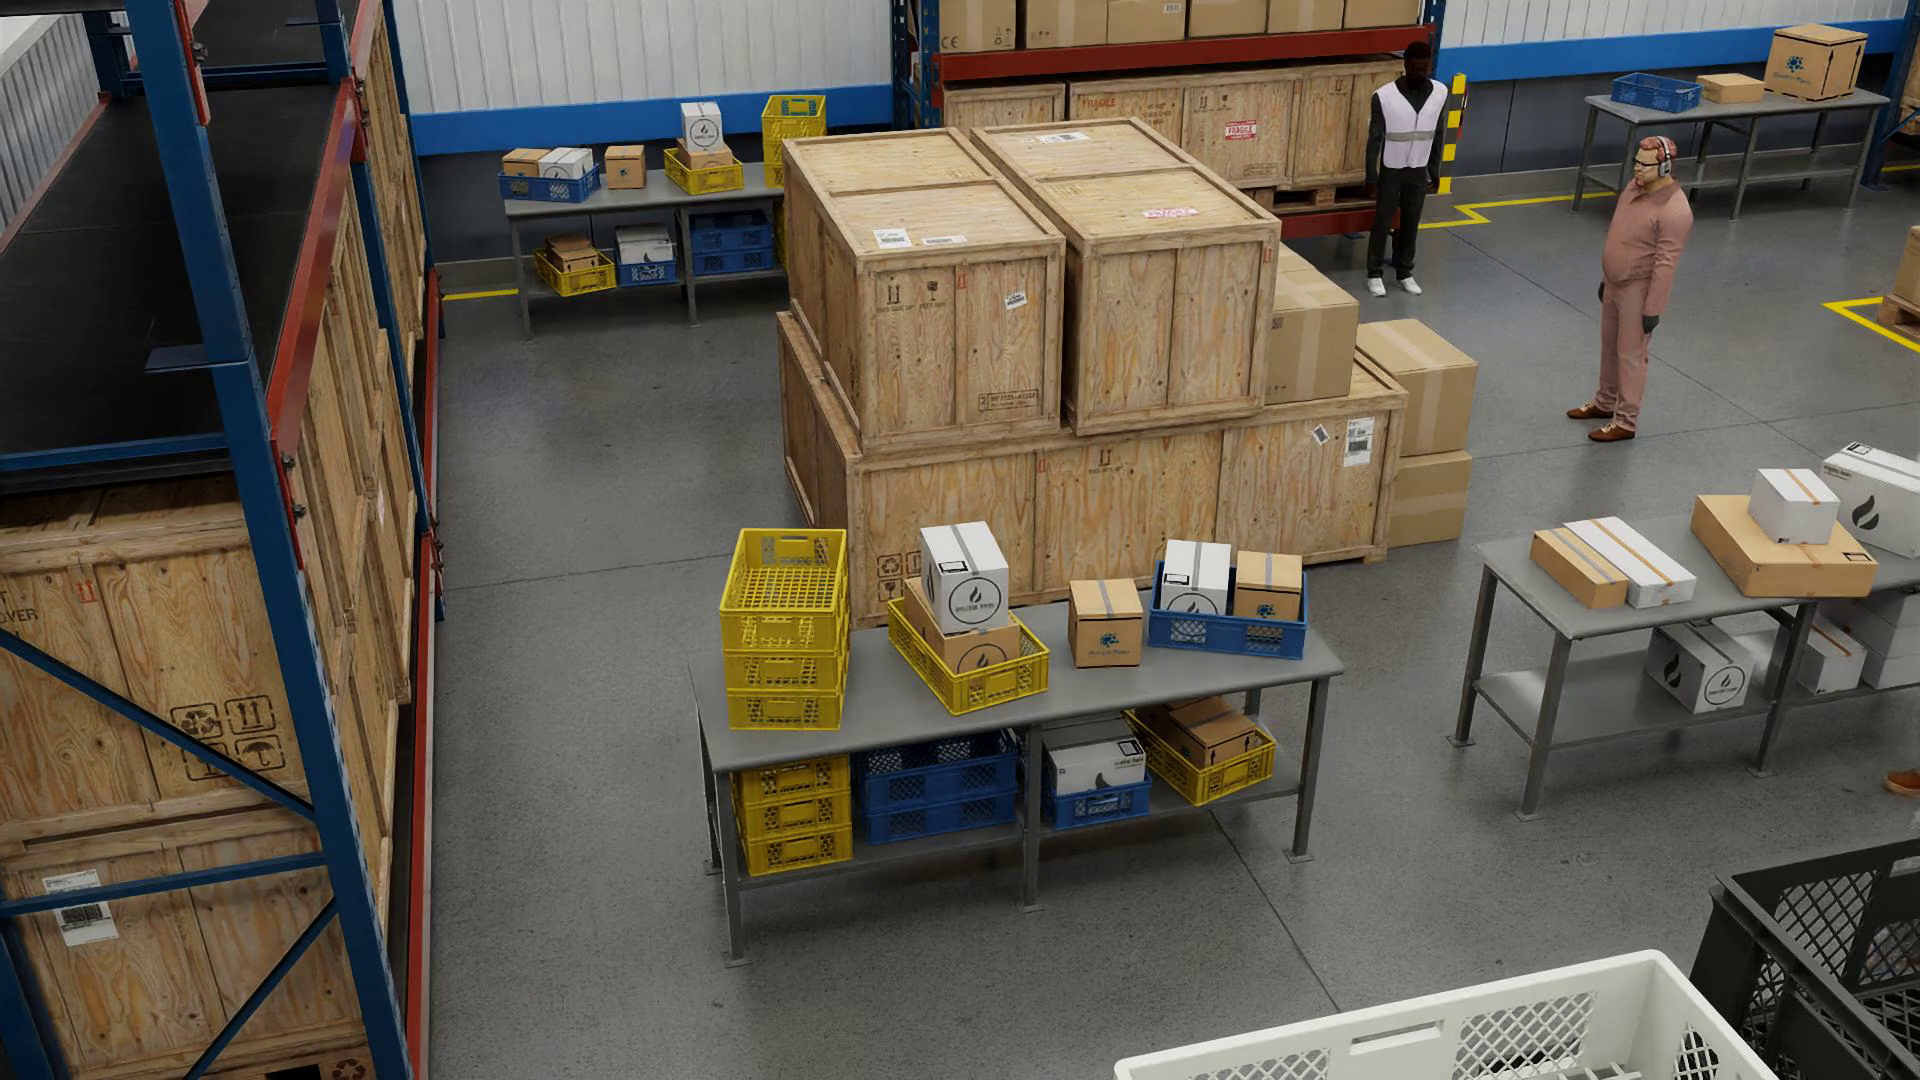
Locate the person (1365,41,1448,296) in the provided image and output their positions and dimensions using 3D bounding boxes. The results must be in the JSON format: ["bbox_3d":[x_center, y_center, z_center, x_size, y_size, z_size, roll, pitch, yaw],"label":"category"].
[{"bbox_3d":[3.301,-2.774,12.443,0.604,1.906,0.405,-7,30,-12],"label":"person"}]

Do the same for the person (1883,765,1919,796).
[{"bbox_3d":[4.267,0.362,6.773,0.337,1.880,0.584,-2,29,-4],"label":"person"}]

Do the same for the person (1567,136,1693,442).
[{"bbox_3d":[4.113,-1.534,10.204,0.401,1.900,0.646,-2,29,-4],"label":"person"}]
